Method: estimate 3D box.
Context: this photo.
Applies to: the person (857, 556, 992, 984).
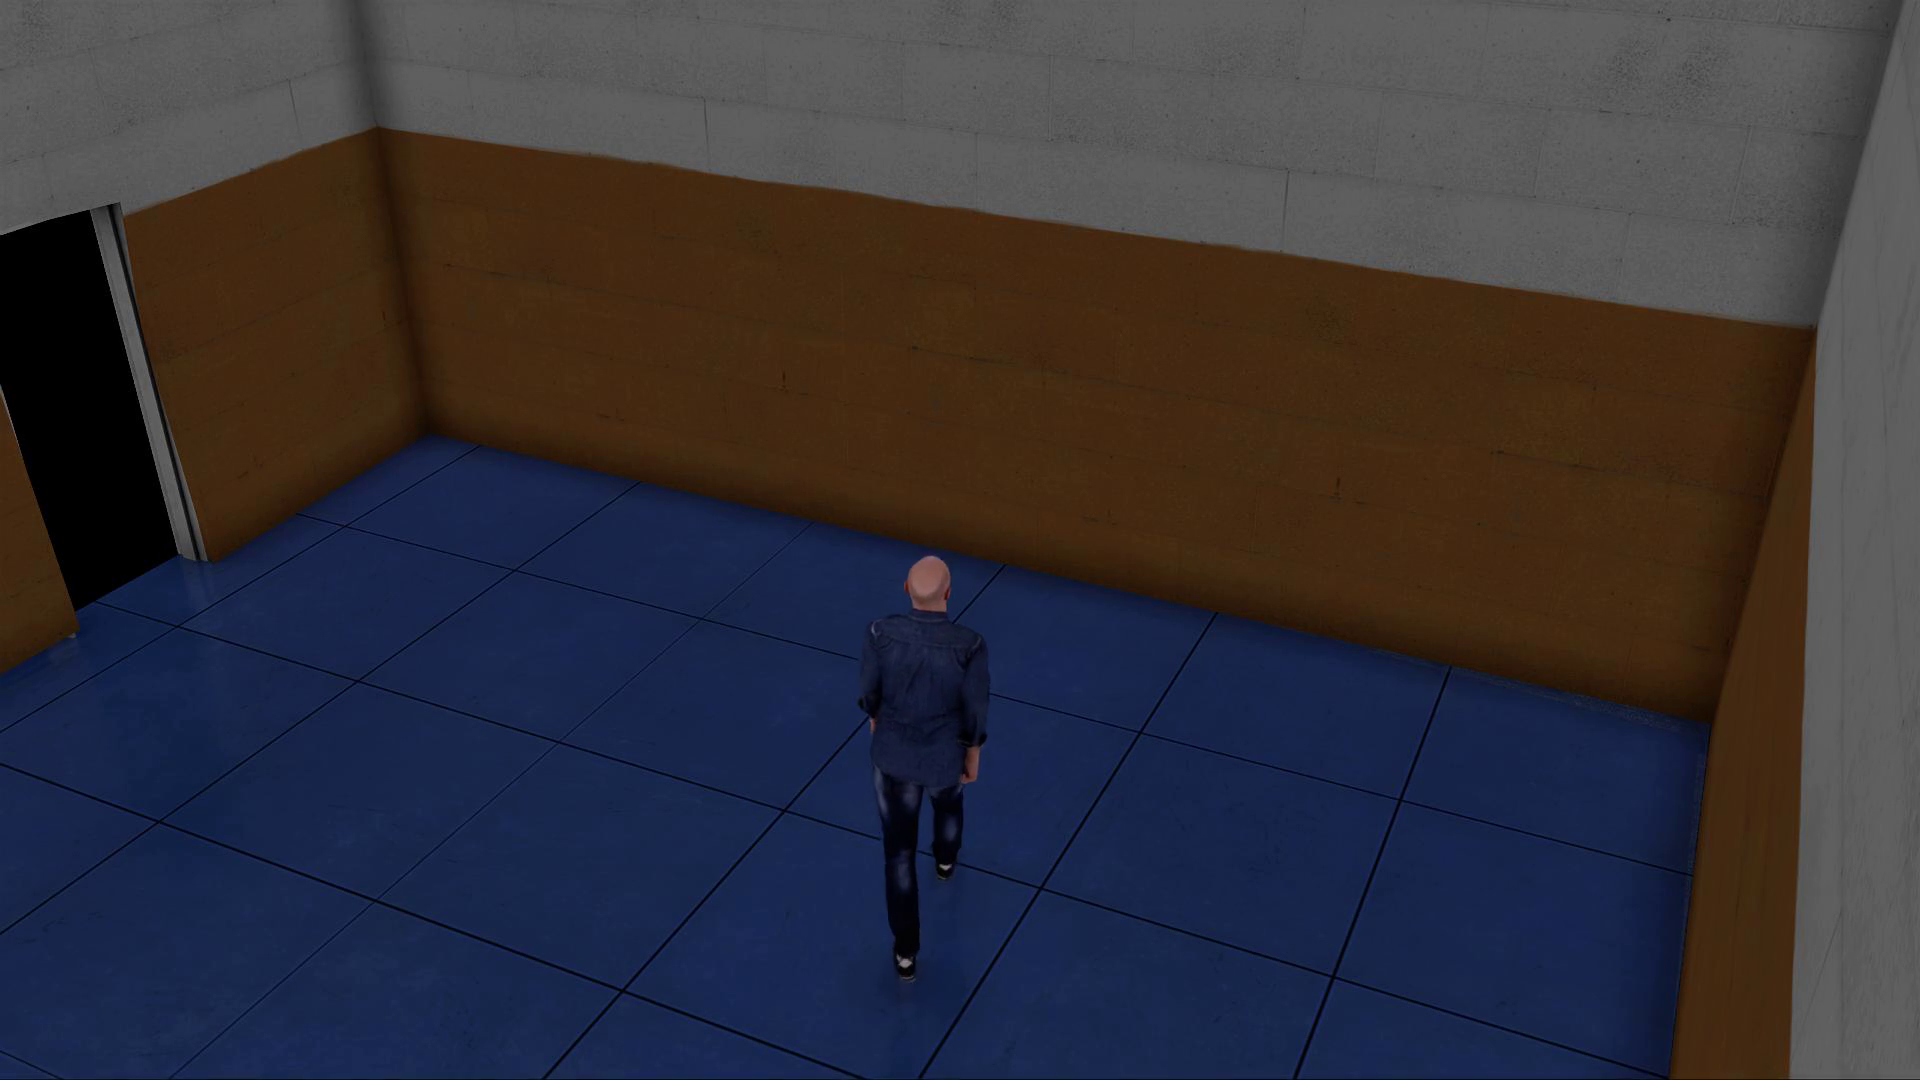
[{"bbox_3d":[-0.169,0.957,6.780,1.262,1.771,1.118,0,29,0],"label":"person"}]
